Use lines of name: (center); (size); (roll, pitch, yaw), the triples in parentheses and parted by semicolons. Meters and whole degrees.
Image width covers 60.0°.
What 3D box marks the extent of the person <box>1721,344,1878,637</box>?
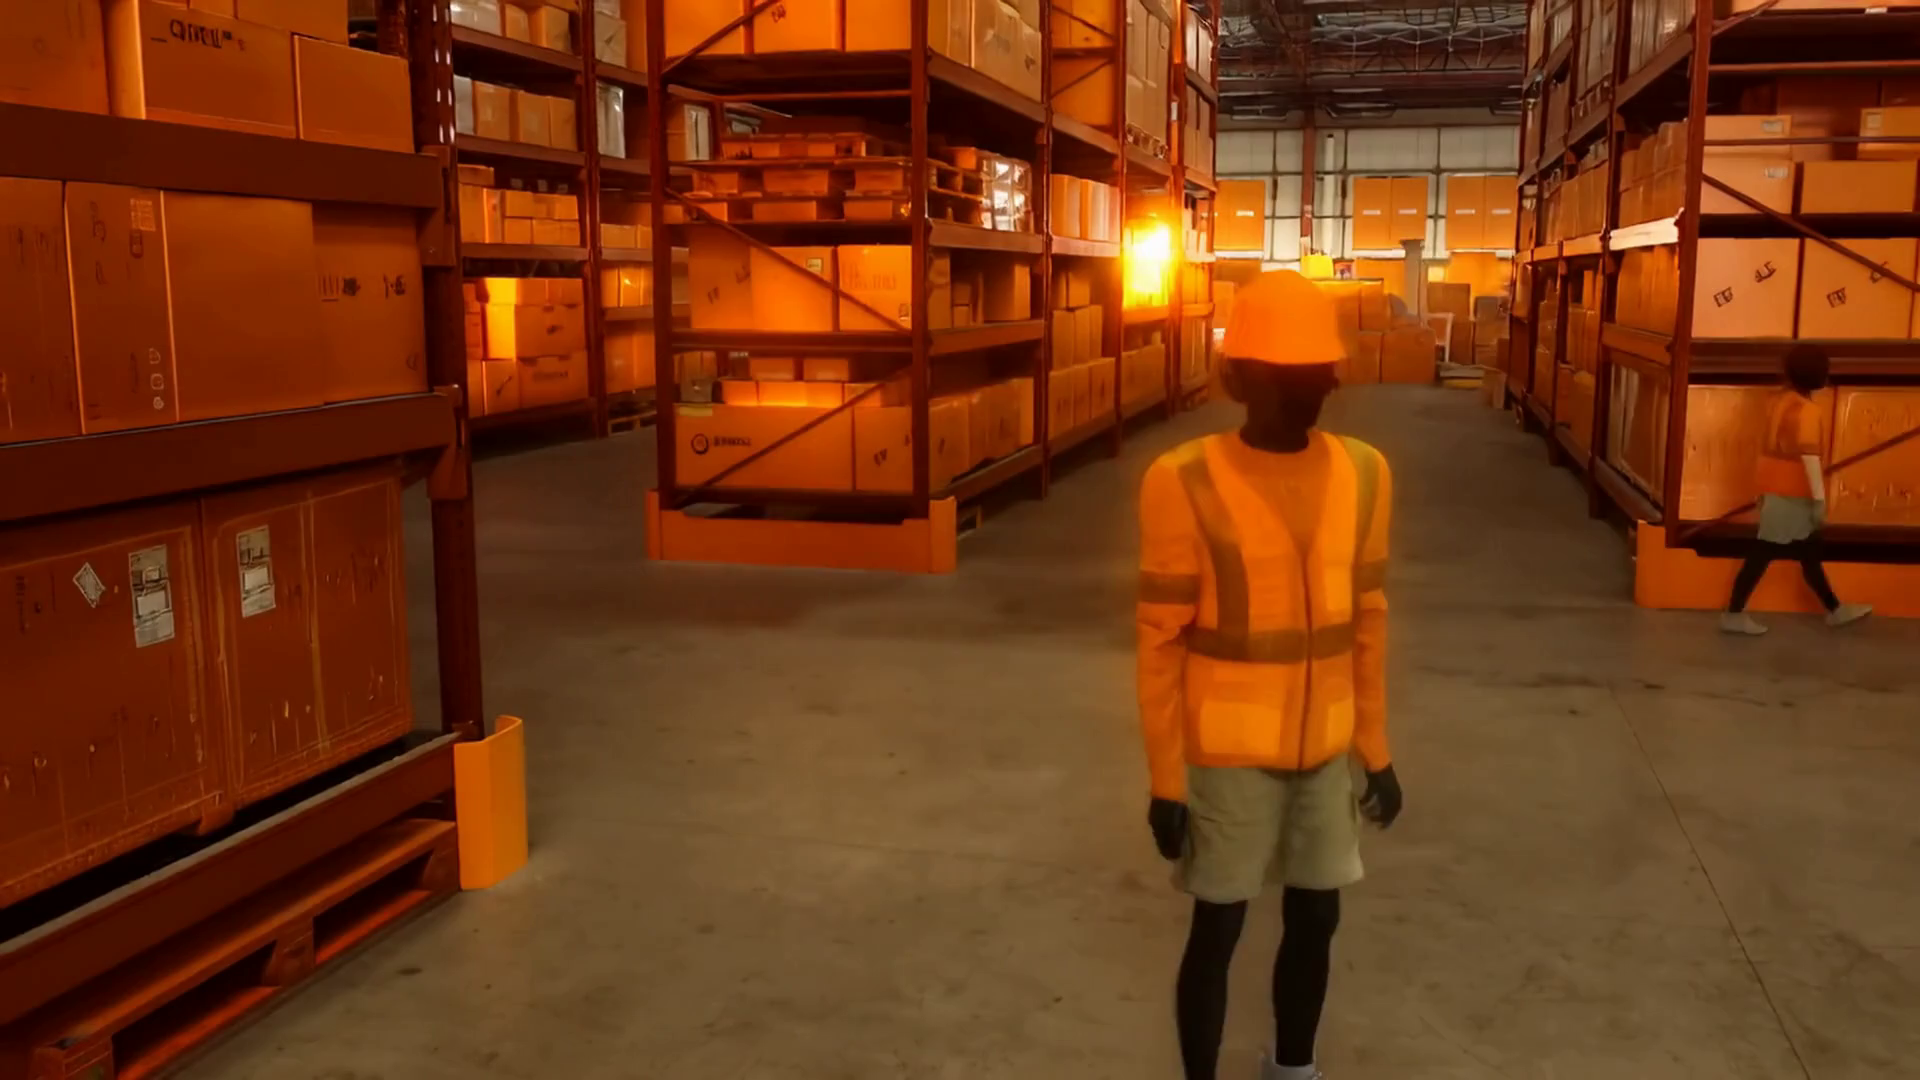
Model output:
person: (4.735, -0.259, 9.292); (0.875, 1.646, 0.544); (2, 9, 13)

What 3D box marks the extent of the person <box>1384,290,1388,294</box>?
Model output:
person: (14.131, -7.727, 56.033); (0.994, 1.890, 0.645); (-2, 9, -13)

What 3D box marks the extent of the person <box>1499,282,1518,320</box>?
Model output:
person: (15.174, -6.168, 46.026); (0.551, 1.916, 0.747); (-1, 9, -5)

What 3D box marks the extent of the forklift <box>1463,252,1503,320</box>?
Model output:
forklift: (15.695, -7.336, 50.379); (1.129, 2.768, 1.873); (-2, 9, -11)

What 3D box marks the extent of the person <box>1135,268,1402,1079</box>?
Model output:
person: (0.684, 0.439, 3.640); (0.611, 2.043, 0.382); (-3, 10, -21)

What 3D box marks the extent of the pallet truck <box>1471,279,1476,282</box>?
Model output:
pallet truck: (18.896, -8.459, 60.307); (1.885, 1.965, 0.823); (5, 10, 31)

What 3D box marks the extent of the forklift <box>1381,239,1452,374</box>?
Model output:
forklift: (9.466, -4.935, 35.124); (1.873, 2.768, 1.129); (2, 9, 15)
